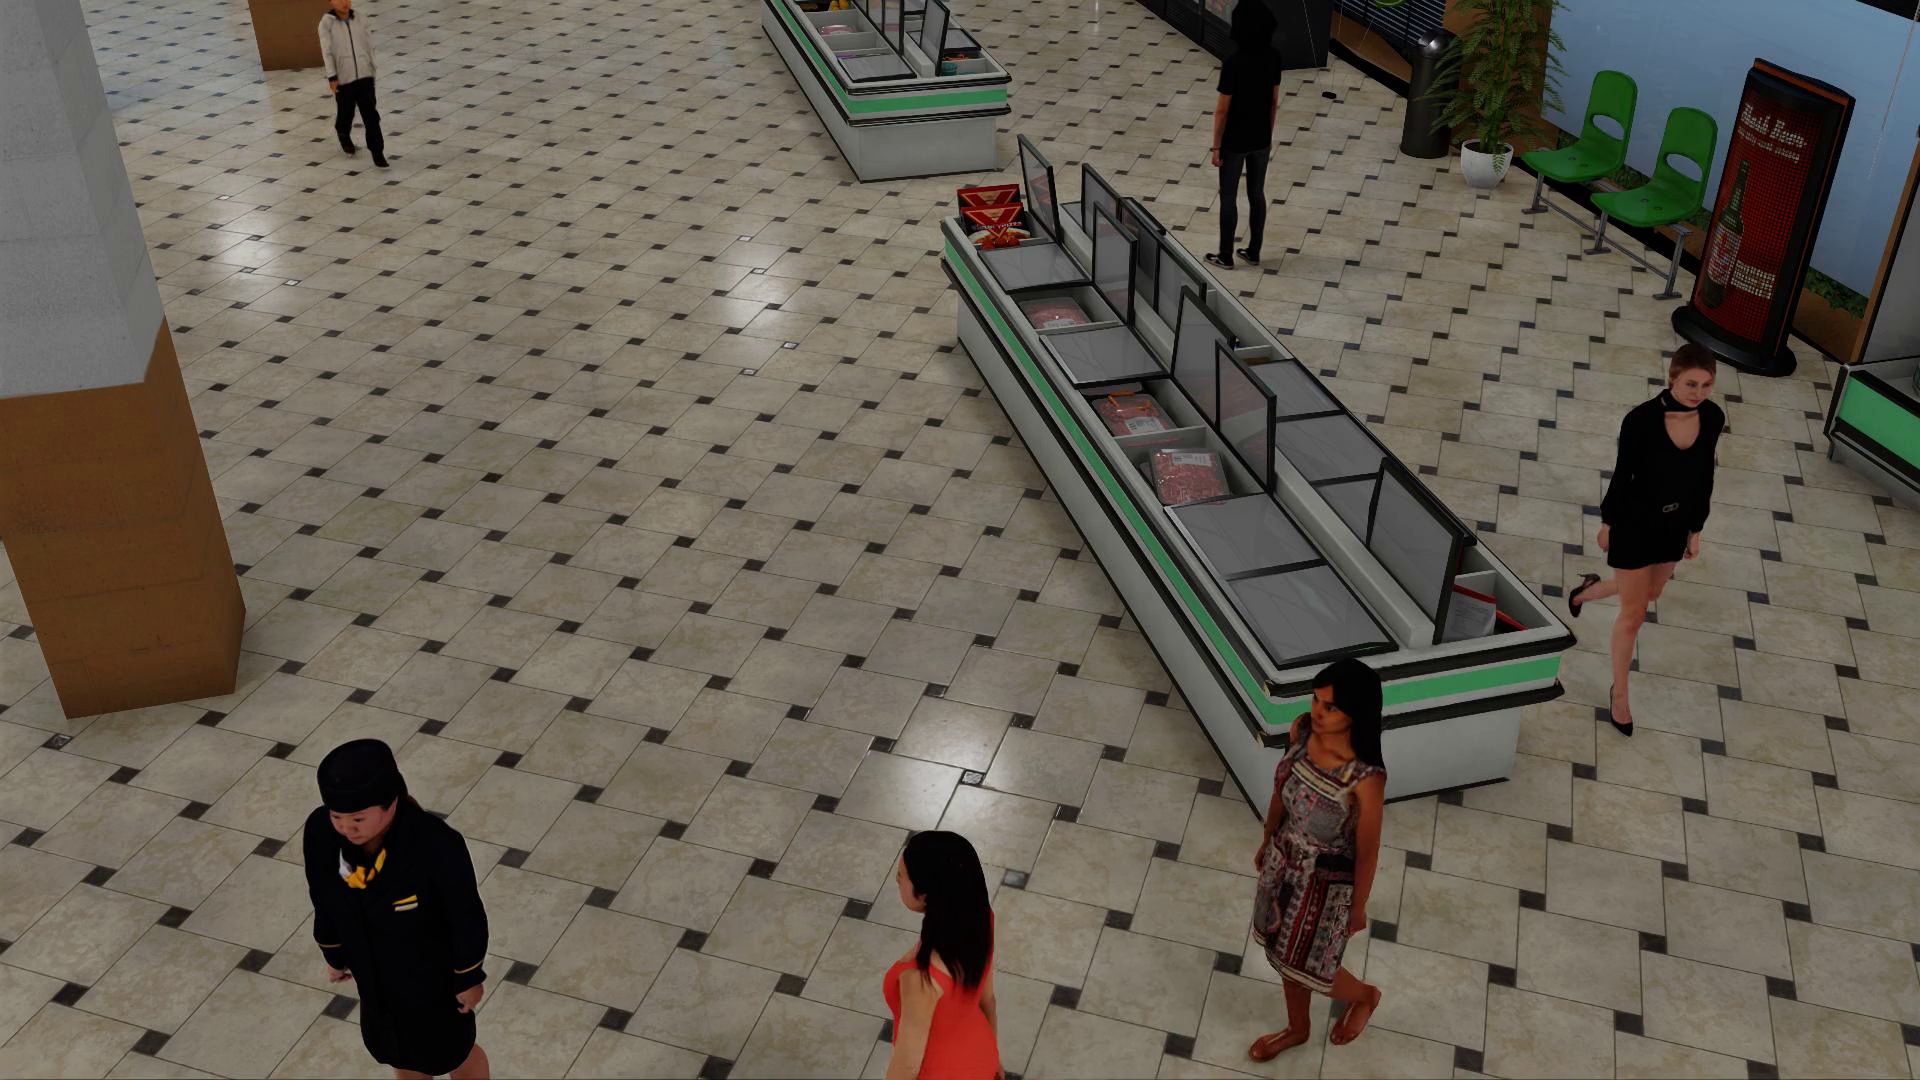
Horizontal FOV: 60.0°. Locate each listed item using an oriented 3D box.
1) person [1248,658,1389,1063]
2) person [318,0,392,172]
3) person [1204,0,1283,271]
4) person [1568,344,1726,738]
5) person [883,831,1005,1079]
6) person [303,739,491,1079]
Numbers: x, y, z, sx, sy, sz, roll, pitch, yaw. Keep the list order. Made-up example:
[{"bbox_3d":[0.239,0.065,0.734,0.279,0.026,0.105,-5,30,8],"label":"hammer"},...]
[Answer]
[{"bbox_3d":[1.218,1.041,5.349,0.759,1.636,0.707,-14,34,-21],"label":"person"},{"bbox_3d":[-4.824,-3.664,13.100,0.818,1.436,1.016,-24,39,-33],"label":"person"},{"bbox_3d":[1.933,-2.725,11.219,0.658,1.828,0.562,-12,34,-19],"label":"person"},{"bbox_3d":[2.888,-0.060,7.023,0.692,1.737,1.086,-2,32,-4],"label":"person"},{"bbox_3d":[0.044,1.529,4.526,1.067,1.677,1.136,10,33,16],"label":"person"},{"bbox_3d":[-1.630,1.270,4.951,0.797,1.667,0.802,7,33,12],"label":"person"}]
